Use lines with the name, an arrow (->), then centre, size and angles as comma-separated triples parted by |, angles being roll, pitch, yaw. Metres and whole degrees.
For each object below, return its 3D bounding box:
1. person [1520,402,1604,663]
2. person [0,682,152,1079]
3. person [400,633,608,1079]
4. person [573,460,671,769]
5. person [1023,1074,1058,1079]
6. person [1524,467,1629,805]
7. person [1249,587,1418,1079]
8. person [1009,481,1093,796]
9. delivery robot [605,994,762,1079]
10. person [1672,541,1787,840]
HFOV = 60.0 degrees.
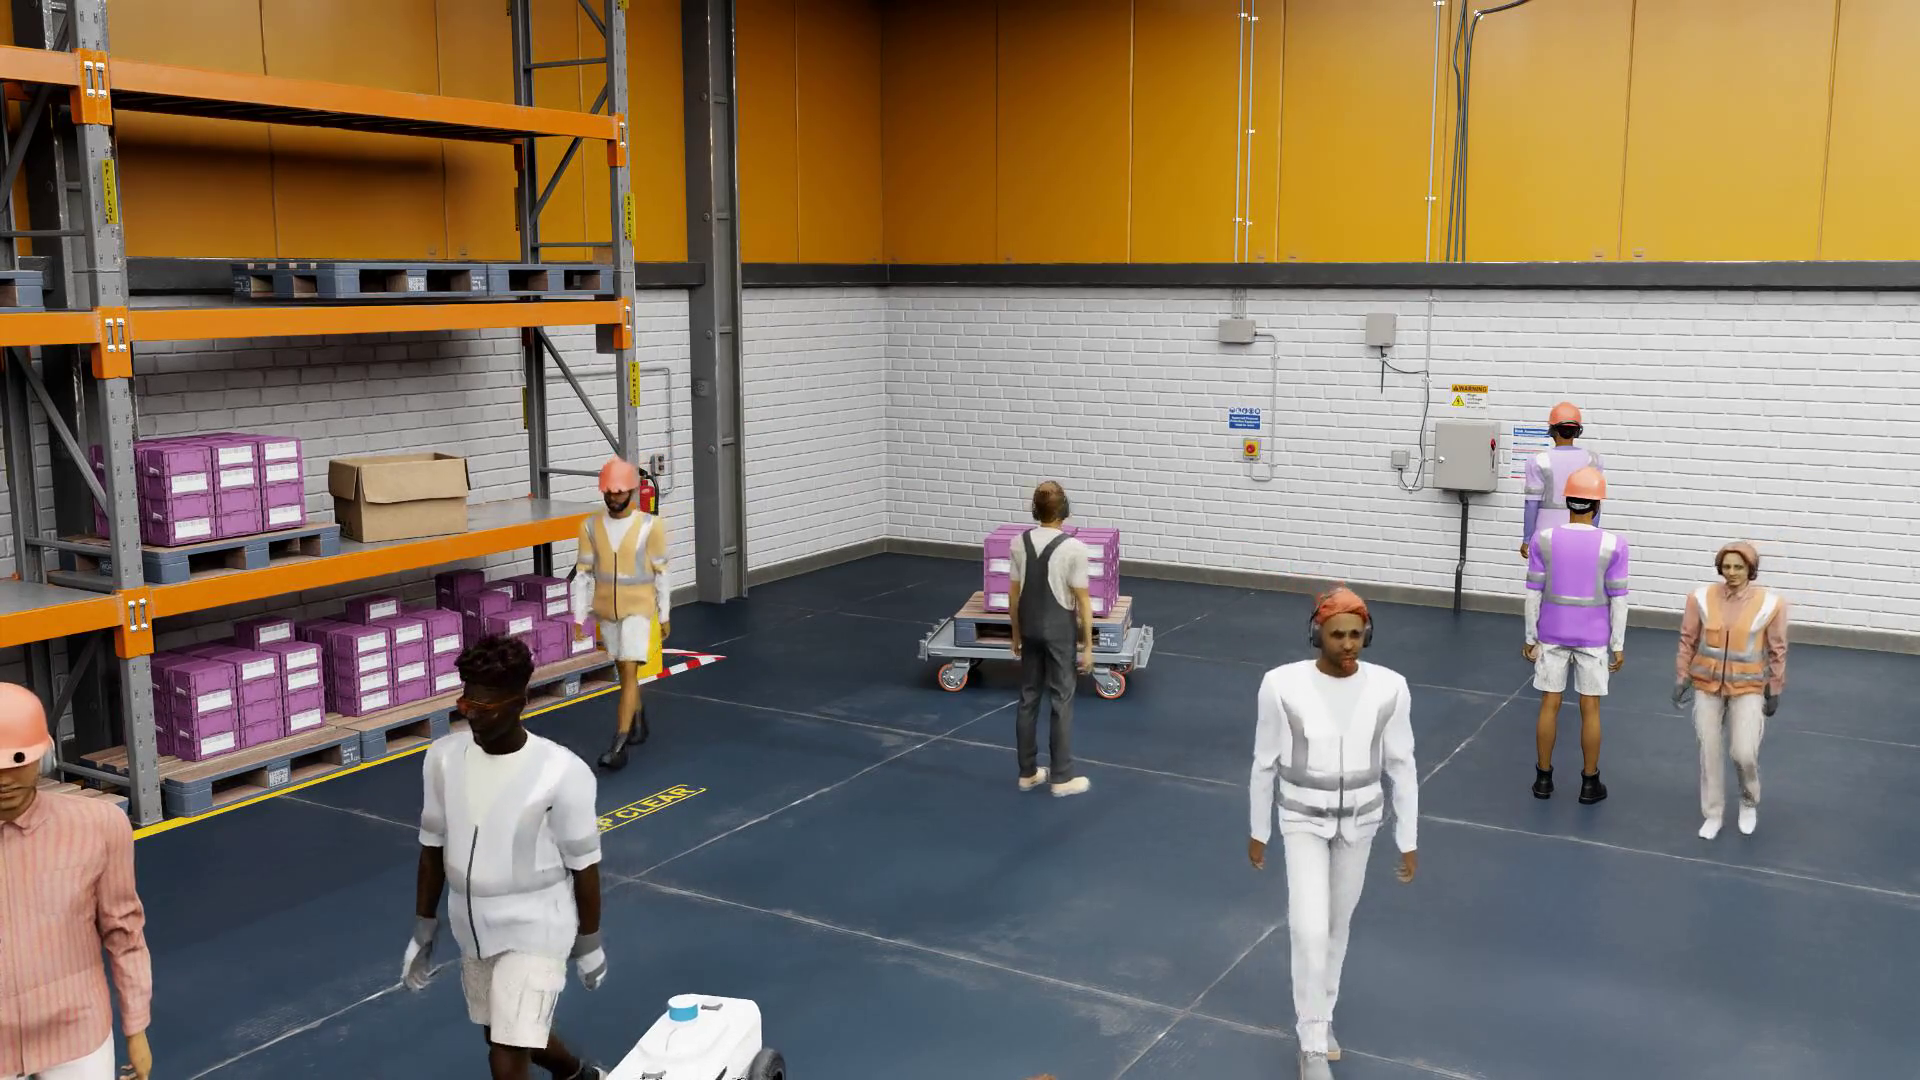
person -> 4.655, -0.051, 12.929 | 0.608, 2.044, 0.370 | 0, 9, -2
person -> -2.485, 1.341, 4.431 | 0.619, 1.985, 0.406 | -6, 11, -33
person -> -1.402, 1.218, 5.349 | 0.603, 1.938, 0.920 | 4, 10, 25
person -> -2.123, 0.437, 10.384 | 0.568, 1.883, 0.985 | 1, 9, 8
person -> 0.126, 1.708, 2.579 | 0.637, 1.842, 0.429 | 1, 9, 7
person -> 3.530, 0.544, 9.549 | 0.553, 1.935, 0.362 | 5, 10, 27
person -> 1.417, 1.117, 6.203 | 0.606, 1.858, 0.761 | -1, 9, -4
person -> 0.523, 0.577, 9.657 | 0.549, 1.839, 0.358 | 6, 11, 31
delivery robot -> -0.942, 1.804, 5.694 | 0.477, 0.478, 0.707 | 2, 9, 13
person -> 4.097, 0.807, 8.878 | 0.519, 1.624, 0.364 | 7, 11, 37
